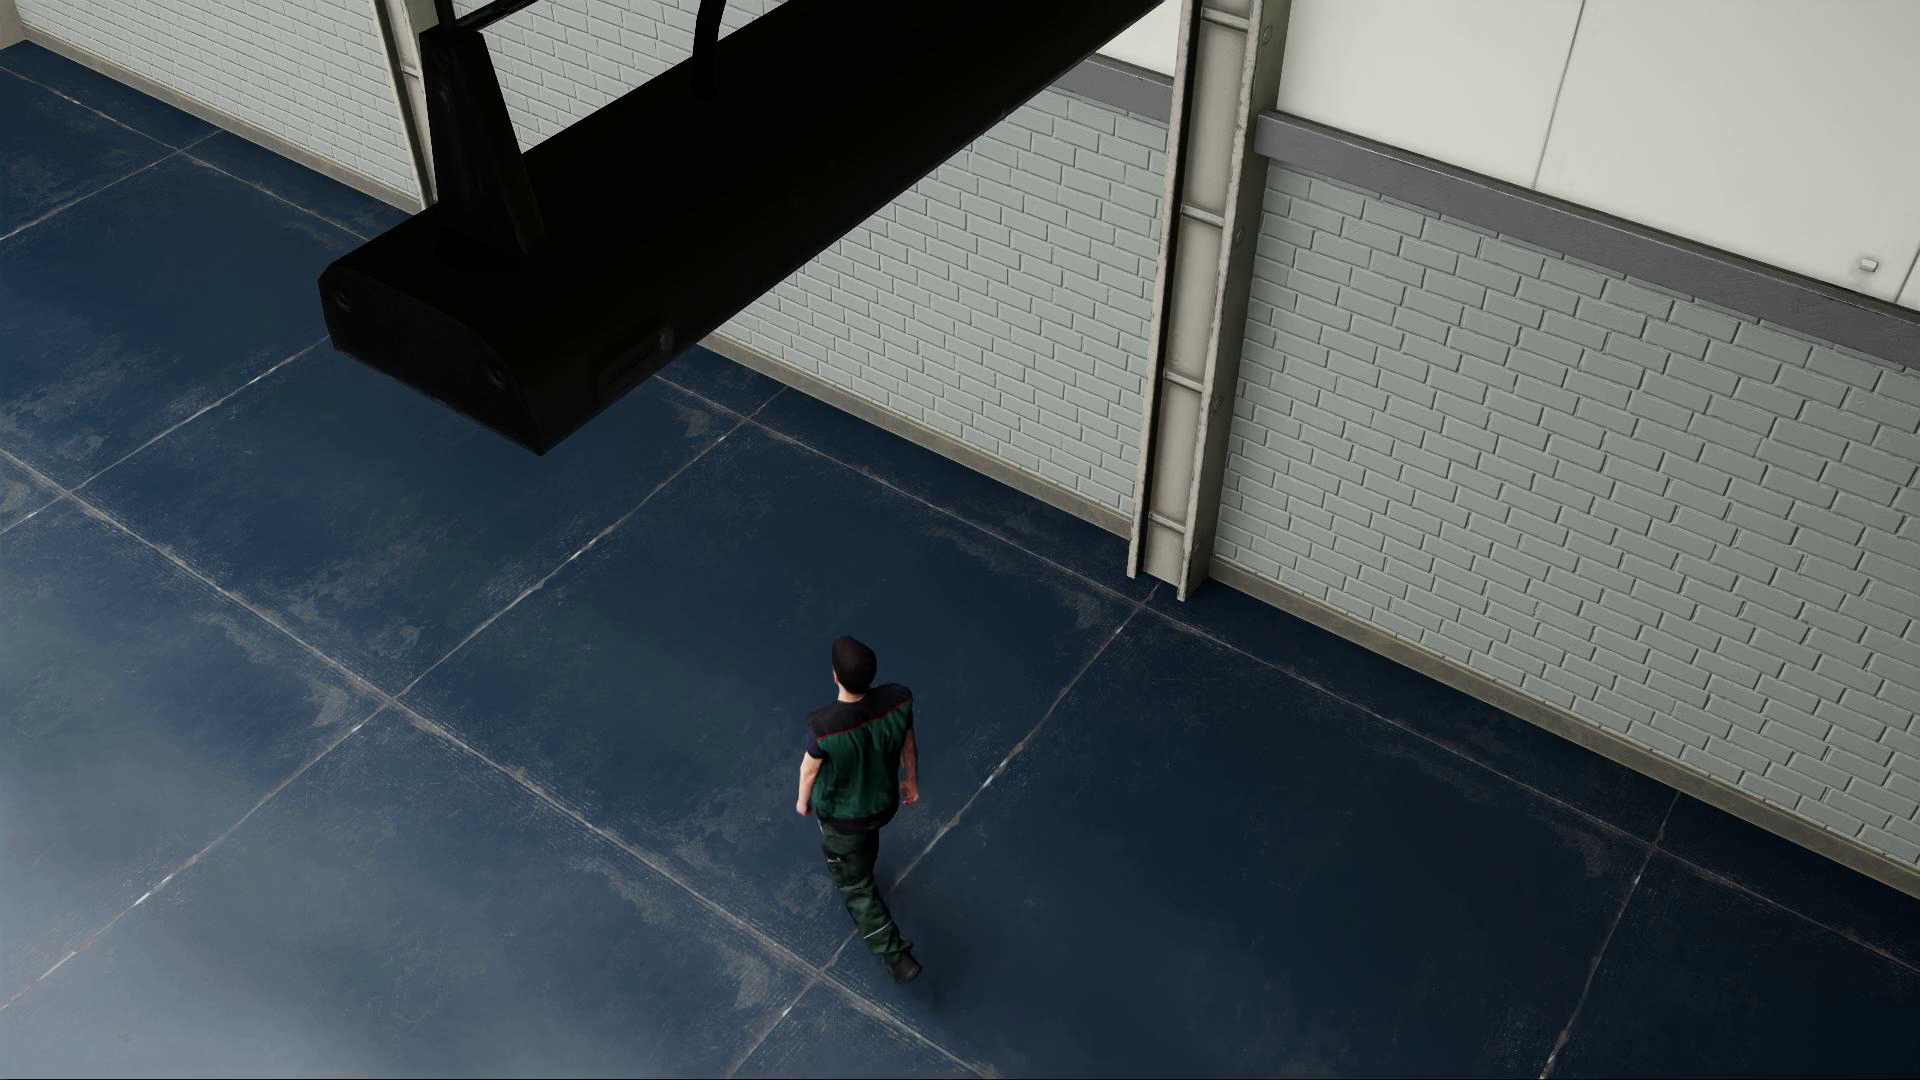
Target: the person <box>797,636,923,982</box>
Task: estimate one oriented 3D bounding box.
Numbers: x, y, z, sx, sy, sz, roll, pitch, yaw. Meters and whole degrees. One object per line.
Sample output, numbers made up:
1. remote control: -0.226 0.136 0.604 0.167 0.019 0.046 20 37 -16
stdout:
1. person: -0.406 1.223 7.397 0.897 1.870 1.229 -29 50 -27
